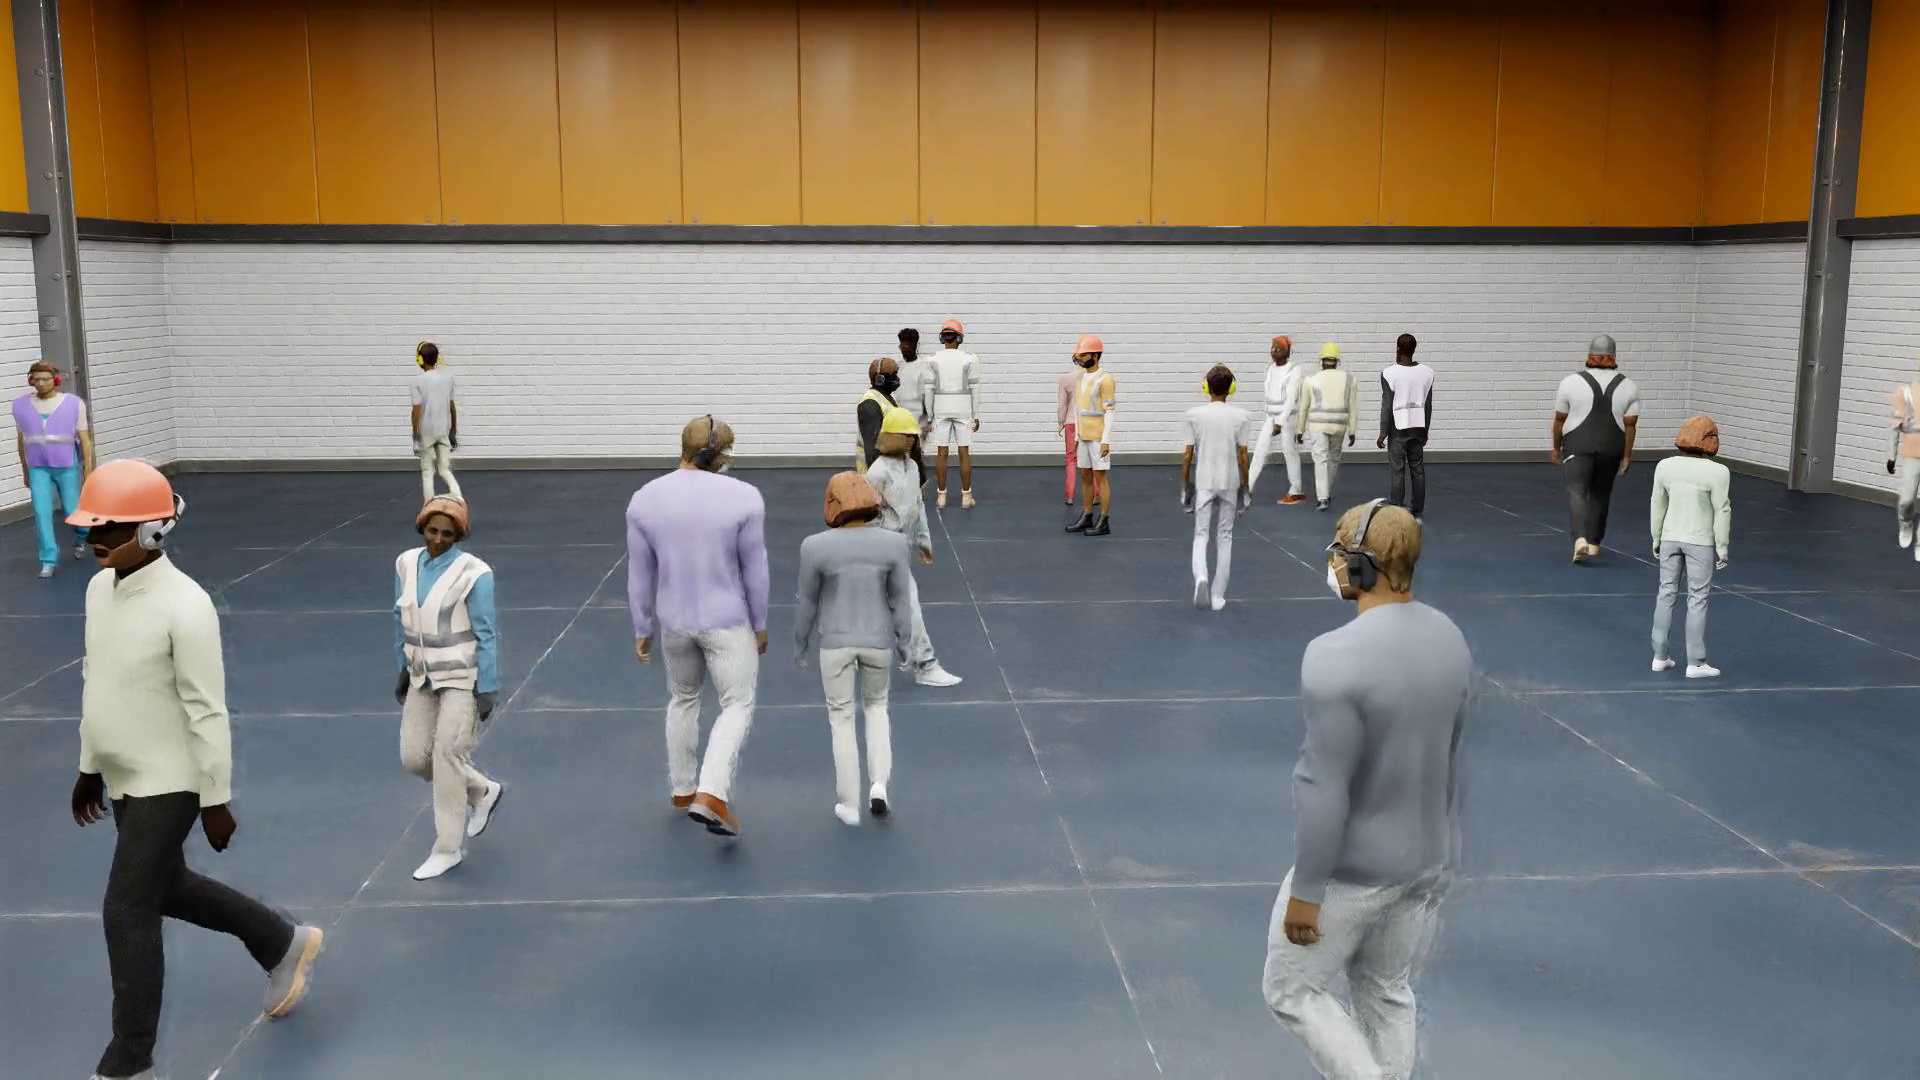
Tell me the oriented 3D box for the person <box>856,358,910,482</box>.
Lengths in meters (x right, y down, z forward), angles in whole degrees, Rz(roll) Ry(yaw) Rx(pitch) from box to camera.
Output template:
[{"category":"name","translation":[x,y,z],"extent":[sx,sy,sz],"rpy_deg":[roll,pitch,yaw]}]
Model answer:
[{"category":"person","translation":[-0.611,-0.542,13.382],"extent":[0.430,1.845,0.619],"rpy_deg":[2,9,11]}]

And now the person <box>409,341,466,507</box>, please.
[{"category":"person","translation":[-5.170,-1.029,16.425],"extent":[0.611,1.849,0.530],"rpy_deg":[8,12,42]}]

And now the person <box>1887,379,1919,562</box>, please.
[{"category":"person","translation":[8.495,-0.774,14.616],"extent":[0.601,1.911,0.586],"rpy_deg":[4,10,25]}]

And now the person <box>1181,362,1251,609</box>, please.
[{"category":"person","translation":[1.894,-0.374,12.282],"extent":[0.505,1.860,0.620],"rpy_deg":[2,9,12]}]

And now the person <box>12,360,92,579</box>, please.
[{"category":"person","translation":[-7.602,-0.620,14.013],"extent":[0.573,1.809,0.838],"rpy_deg":[-2,9,-14]}]

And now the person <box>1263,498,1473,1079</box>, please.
[{"category":"person","translation":[1.072,0.847,4.383],"extent":[0.649,1.929,0.446],"rpy_deg":[-8,12,-40]}]

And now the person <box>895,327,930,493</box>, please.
[{"category":"person","translation":[-0.507,-1.341,18.101],"extent":[0.606,1.940,0.457],"rpy_deg":[9,12,43]}]

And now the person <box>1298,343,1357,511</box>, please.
[{"category":"person","translation":[3.927,-1.215,17.813],"extent":[0.606,1.780,0.938],"rpy_deg":[0,9,-2]}]

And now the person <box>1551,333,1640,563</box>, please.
[{"category":"person","translation":[5.554,-0.829,14.564],"extent":[0.677,2.000,0.950],"rpy_deg":[1,9,8]}]

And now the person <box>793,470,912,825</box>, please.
[{"category":"person","translation":[-0.488,0.488,7.607],"extent":[0.516,1.615,0.368],"rpy_deg":[-3,9,-16]}]

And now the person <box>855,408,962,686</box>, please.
[{"category":"person","translation":[-0.394,0.029,10.248],"extent":[0.895,1.695,0.502],"rpy_deg":[5,10,27]}]

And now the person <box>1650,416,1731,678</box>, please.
[{"category":"person","translation":[4.560,0.037,10.397],"extent":[0.266,1.631,0.507],"rpy_deg":[-6,11,-35]}]

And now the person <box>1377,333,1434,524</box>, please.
[{"category":"person","translation":[4.462,-1.103,16.667],"extent":[0.590,1.920,0.399],"rpy_deg":[-3,10,-18]}]

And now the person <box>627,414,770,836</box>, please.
[{"category":"person","translation":[-1.171,0.385,7.421],"extent":[0.644,1.899,0.742],"rpy_deg":[2,9,11]}]

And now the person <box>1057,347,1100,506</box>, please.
[{"category":"person","translation":[1.325,-1.247,18.080],"extent":[0.533,1.758,0.332],"rpy_deg":[1,9,8]}]

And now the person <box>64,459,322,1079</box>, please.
[{"category":"person","translation":[-2.437,0.708,5.173],"extent":[0.617,1.964,0.892],"rpy_deg":[8,12,40]}]

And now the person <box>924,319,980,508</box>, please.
[{"category":"person","translation":[-0.082,-1.354,17.886],"extent":[0.605,2.033,0.396],"rpy_deg":[1,9,5]}]

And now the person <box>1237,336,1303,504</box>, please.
[{"category":"person","translation":[3.383,-1.268,17.937],"extent":[0.944,1.838,0.582],"rpy_deg":[-6,11,-32]}]

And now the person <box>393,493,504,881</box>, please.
[{"category":"person","translation":[-2.121,0.591,6.970],"extent":[0.532,1.609,0.468],"rpy_deg":[5,10,30]}]

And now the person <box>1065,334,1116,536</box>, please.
[{"category":"person","translation":[1.257,-1.004,15.985],"extent":[0.379,1.938,0.547],"rpy_deg":[-5,10,-30]}]
